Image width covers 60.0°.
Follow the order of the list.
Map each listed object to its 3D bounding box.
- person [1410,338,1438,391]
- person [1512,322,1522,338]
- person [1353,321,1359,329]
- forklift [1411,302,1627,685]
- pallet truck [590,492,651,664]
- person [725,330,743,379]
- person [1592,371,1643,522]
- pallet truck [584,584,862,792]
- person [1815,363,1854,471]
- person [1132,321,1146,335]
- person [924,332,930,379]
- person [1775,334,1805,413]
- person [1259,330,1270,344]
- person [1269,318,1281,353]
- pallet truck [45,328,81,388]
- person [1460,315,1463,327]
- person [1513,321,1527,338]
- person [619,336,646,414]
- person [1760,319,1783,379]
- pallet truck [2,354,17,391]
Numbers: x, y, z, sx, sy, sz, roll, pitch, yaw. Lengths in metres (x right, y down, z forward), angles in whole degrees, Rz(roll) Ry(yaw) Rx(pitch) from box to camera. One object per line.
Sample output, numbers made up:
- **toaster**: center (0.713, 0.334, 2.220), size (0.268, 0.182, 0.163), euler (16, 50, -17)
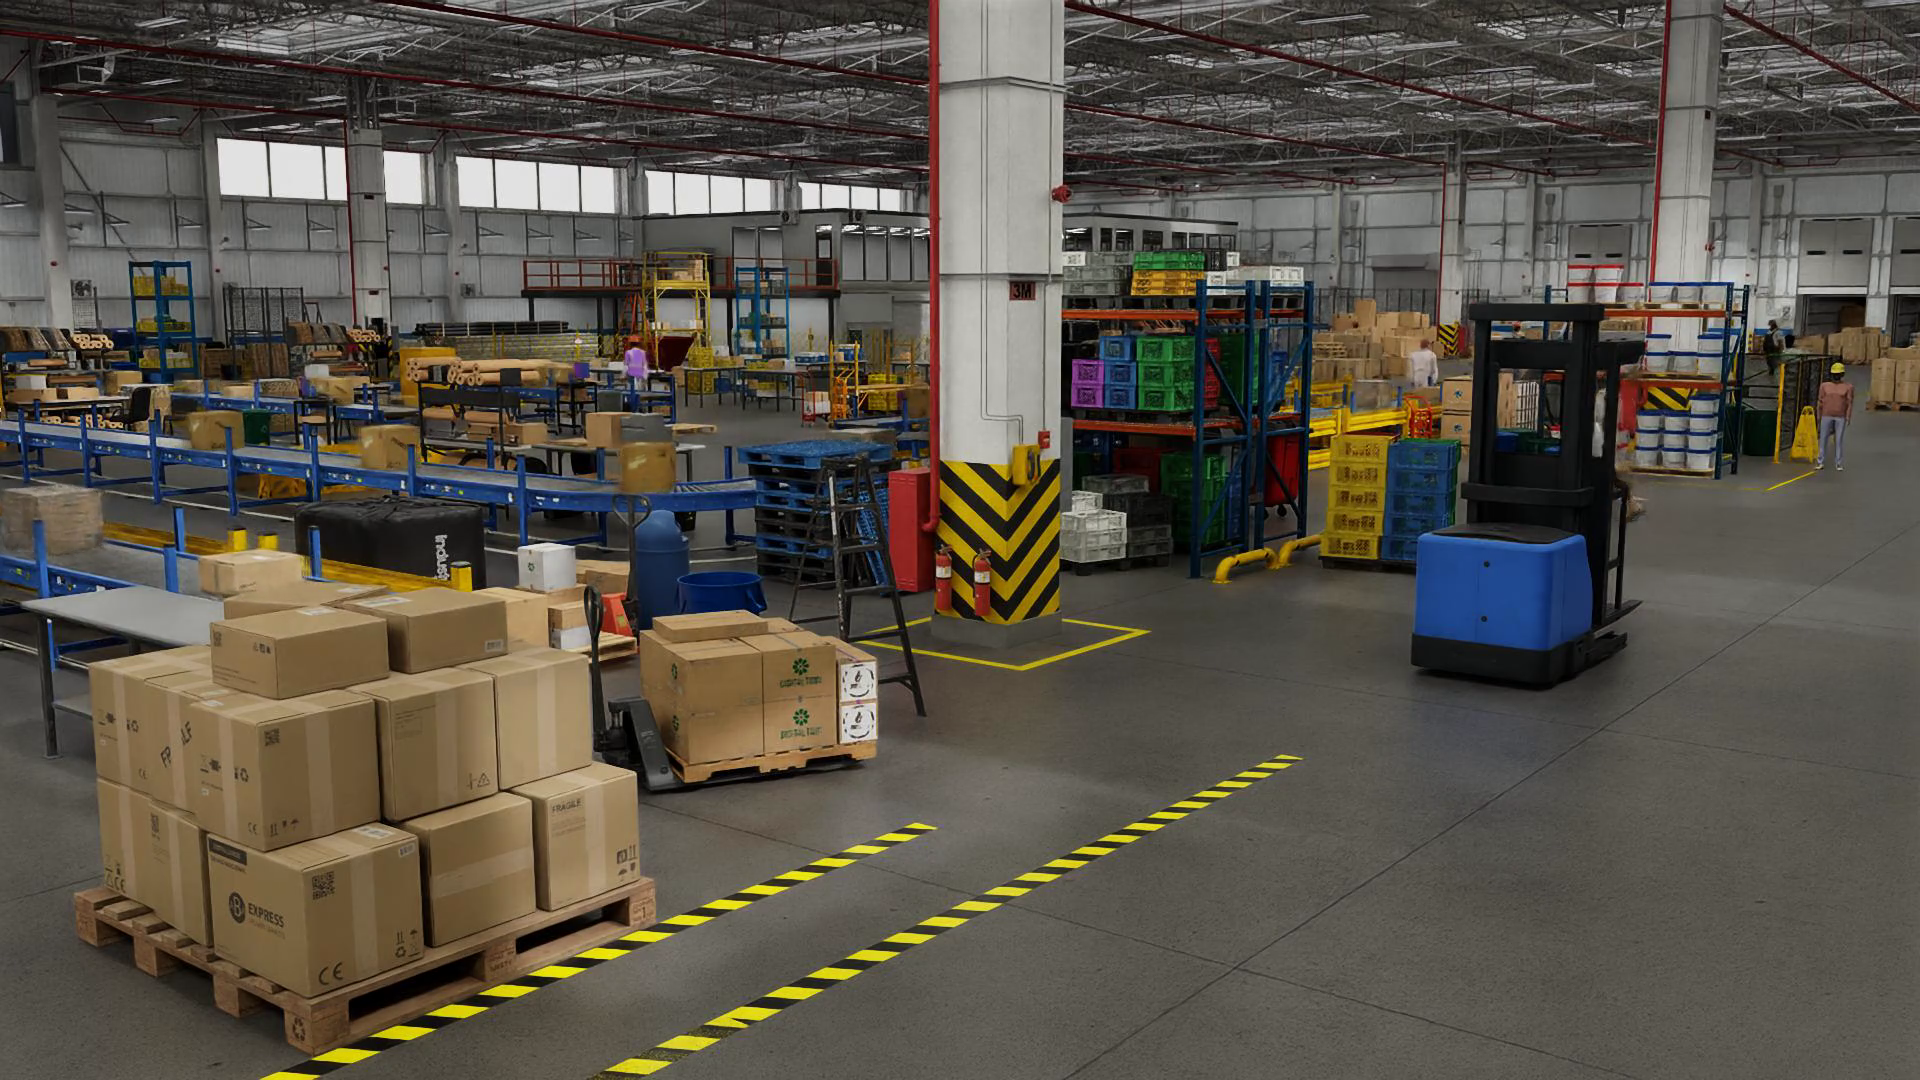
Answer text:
- **person**: center (10.497, -3.626, 37.681), size (0.645, 1.889, 0.576), euler (7, 11, 40)
- **person**: center (19.339, -6.633, 57.948), size (0.985, 1.883, 0.549), euler (3, 9, 17)
- **person**: center (14.575, -7.125, 61.303), size (0.413, 1.872, 0.602), euler (-3, 9, -20)
- **forklift**: center (4.379, -0.438, 12.852), size (1.129, 2.768, 1.873), euler (7, 11, 37)
- **pallet truck**: center (-3.115, 0.344, 12.883), size (0.653, 1.274, 1.630), euler (7, 11, 37)
- **person**: center (-7.417, -6.160, 55.421), size (0.946, 1.692, 0.489), euler (7, 11, 38)
- **person**: center (8.191, -1.219, 21.091), size (1.000, 2.006, 0.620), euler (6, 11, 37)
- **pallet truck**: center (-1.426, 0.805, 10.019), size (1.601, 1.201, 0.680), euler (-4, 9, -26)
- **person**: center (14.307, -2.016, 27.227), size (0.525, 1.769, 0.310), euler (5, 10, 30)
- **person**: center (6.446, -6.873, 59.501), size (0.579, 1.900, 0.788), euler (-5, 10, -32)
- **person**: center (-0.777, -4.989, 47.086), size (0.499, 1.817, 0.618), euler (4, 9, 27)
- **person**: center (19.749, -3.917, 39.486), size (0.609, 1.938, 0.867), euler (-2, 9, -13)
- **person**: center (12.996, -8.553, 71.067), size (0.553, 1.832, 0.398), euler (3, 9, 19)
- **person**: center (12.405, -7.766, 65.482), size (0.374, 1.915, 0.596), euler (-4, 9, -26)
- **pallet truck**: center (-23.775, -4.544, 43.495), size (1.885, 1.965, 0.823), euler (6, 10, 35)
- **person**: center (24.060, -9.940, 80.094), size (1.018, 1.943, 0.609), euler (0, 8, 1)
- **person**: center (26.235, -9.608, 77.927), size (0.615, 1.921, 0.878), euler (3, 9, 17)
- **person**: center (-7.760, -3.885, 39.402), size (0.980, 1.883, 0.571), euler (8, 12, 44)
- **person**: center (27.458, -6.487, 56.445), size (0.759, 2.000, 0.689), euler (-2, 9, -11)
- **pallet truck**: center (-24.881, -4.417, 42.634), size (1.885, 1.965, 0.823), euler (8, 11, 41)
